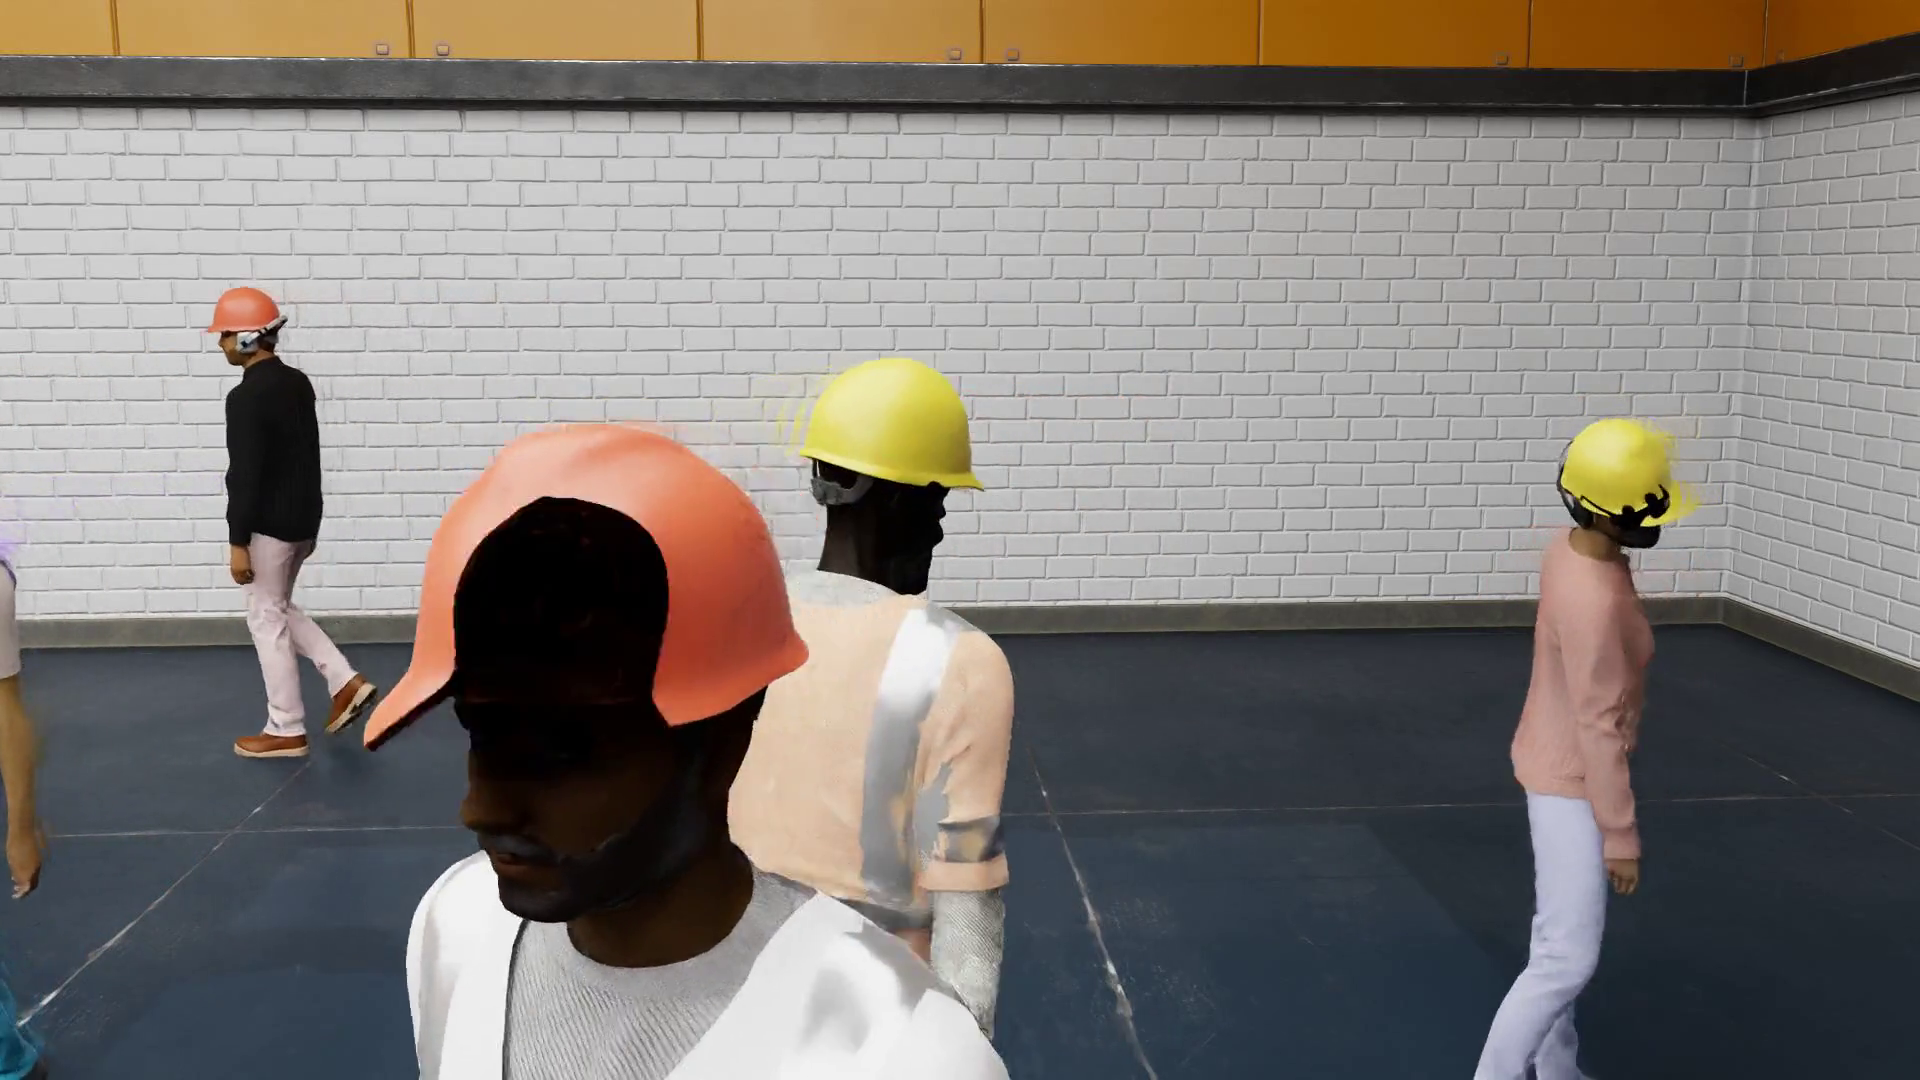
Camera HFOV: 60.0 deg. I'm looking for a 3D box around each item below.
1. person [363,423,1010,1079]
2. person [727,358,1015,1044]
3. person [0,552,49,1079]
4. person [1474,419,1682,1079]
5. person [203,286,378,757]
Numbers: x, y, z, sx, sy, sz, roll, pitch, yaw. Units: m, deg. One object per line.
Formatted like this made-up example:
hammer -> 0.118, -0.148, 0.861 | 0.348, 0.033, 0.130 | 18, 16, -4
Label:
person -> -0.183, 0.854, 1.341 | 0.575, 1.927, 0.598 | 6, 11, 34
person -> -0.152, 0.679, 2.529 | 0.605, 1.899, 0.632 | 5, 10, 26
person -> -2.251, 0.583, 3.495 | 0.584, 1.805, 0.991 | 0, 9, 2
person -> 1.366, 0.577, 3.754 | 0.370, 1.719, 0.666 | 2, 9, 14
person -> -2.835, -0.062, 6.943 | 0.507, 1.974, 0.638 | 0, 9, 3
